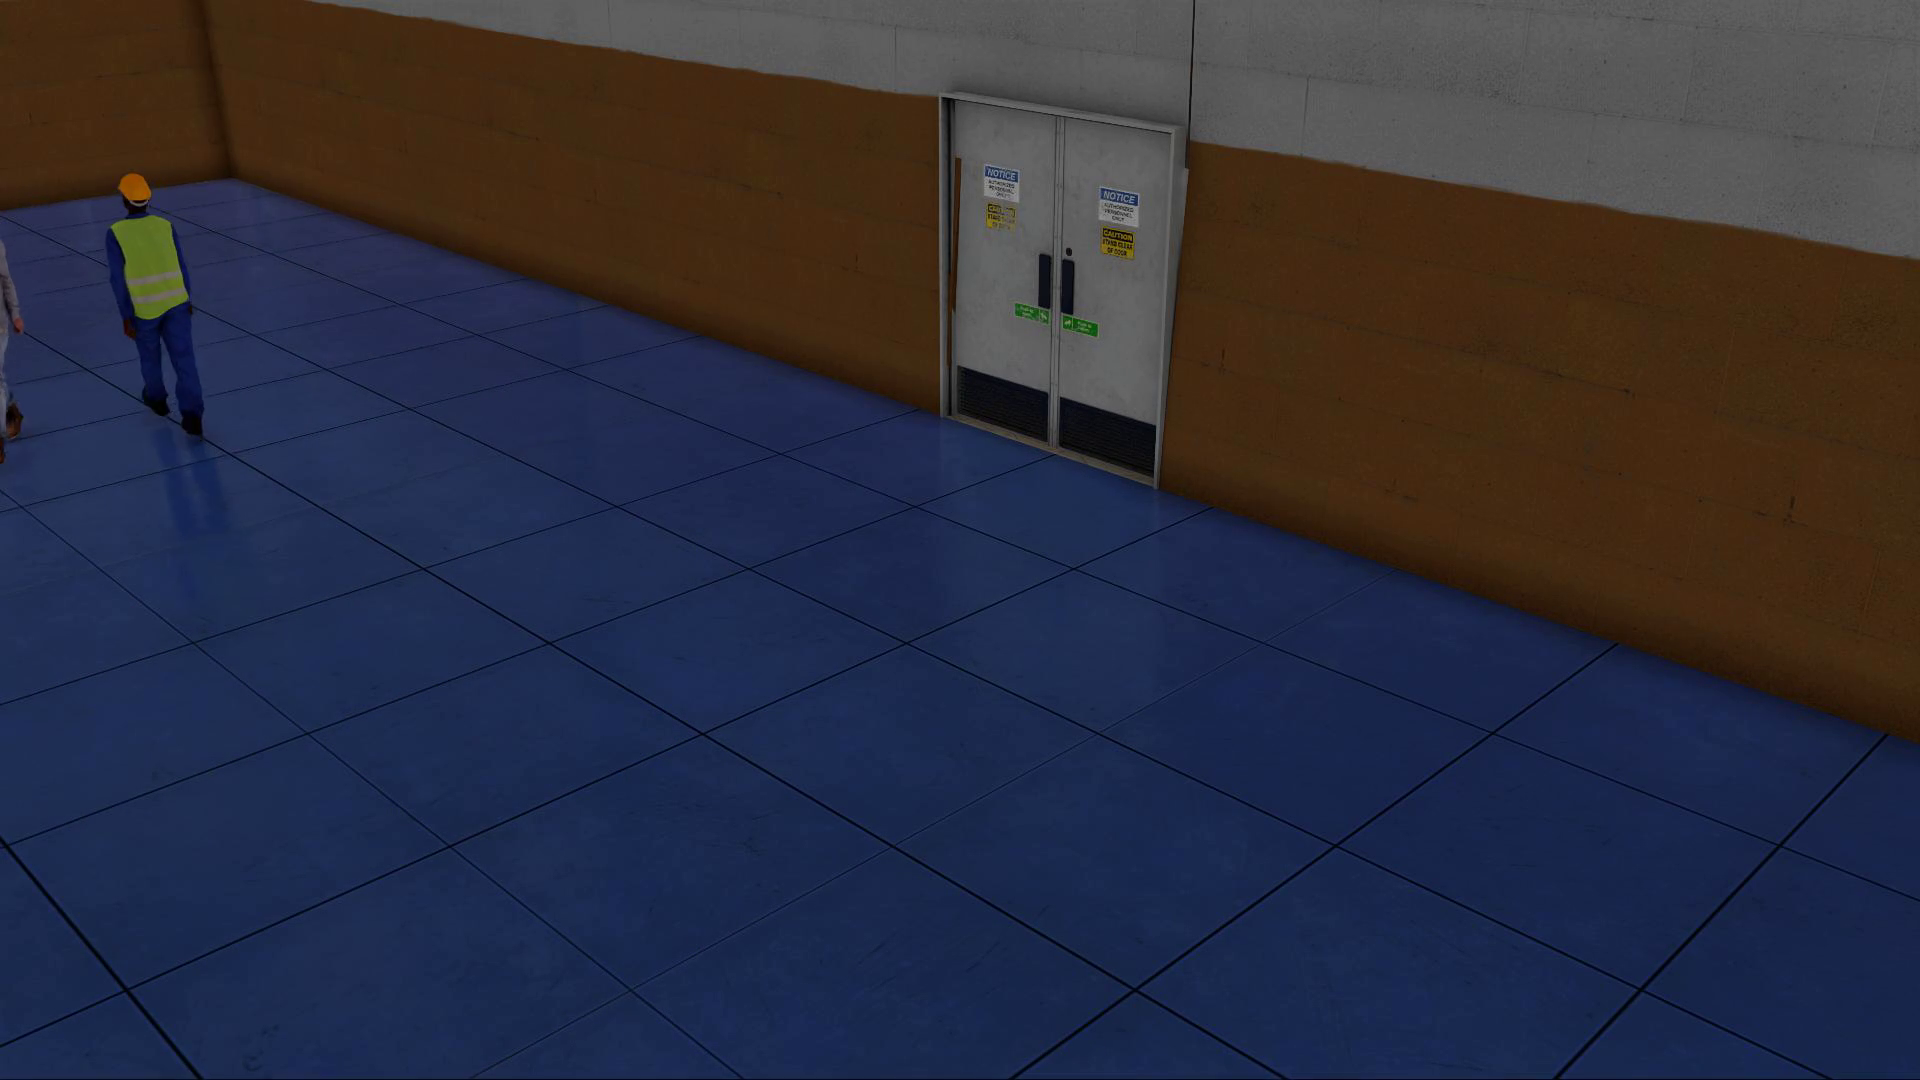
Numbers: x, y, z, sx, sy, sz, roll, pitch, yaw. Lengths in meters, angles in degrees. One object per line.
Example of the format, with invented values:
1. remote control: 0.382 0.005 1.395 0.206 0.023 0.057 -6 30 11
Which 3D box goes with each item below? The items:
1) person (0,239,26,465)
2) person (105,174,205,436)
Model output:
1. person: -6.560 -1.460 11.121 1.229 1.797 1.146 -6 24 -14
2. person: -5.473 -1.565 11.395 1.137 1.770 0.812 -18 30 -36
